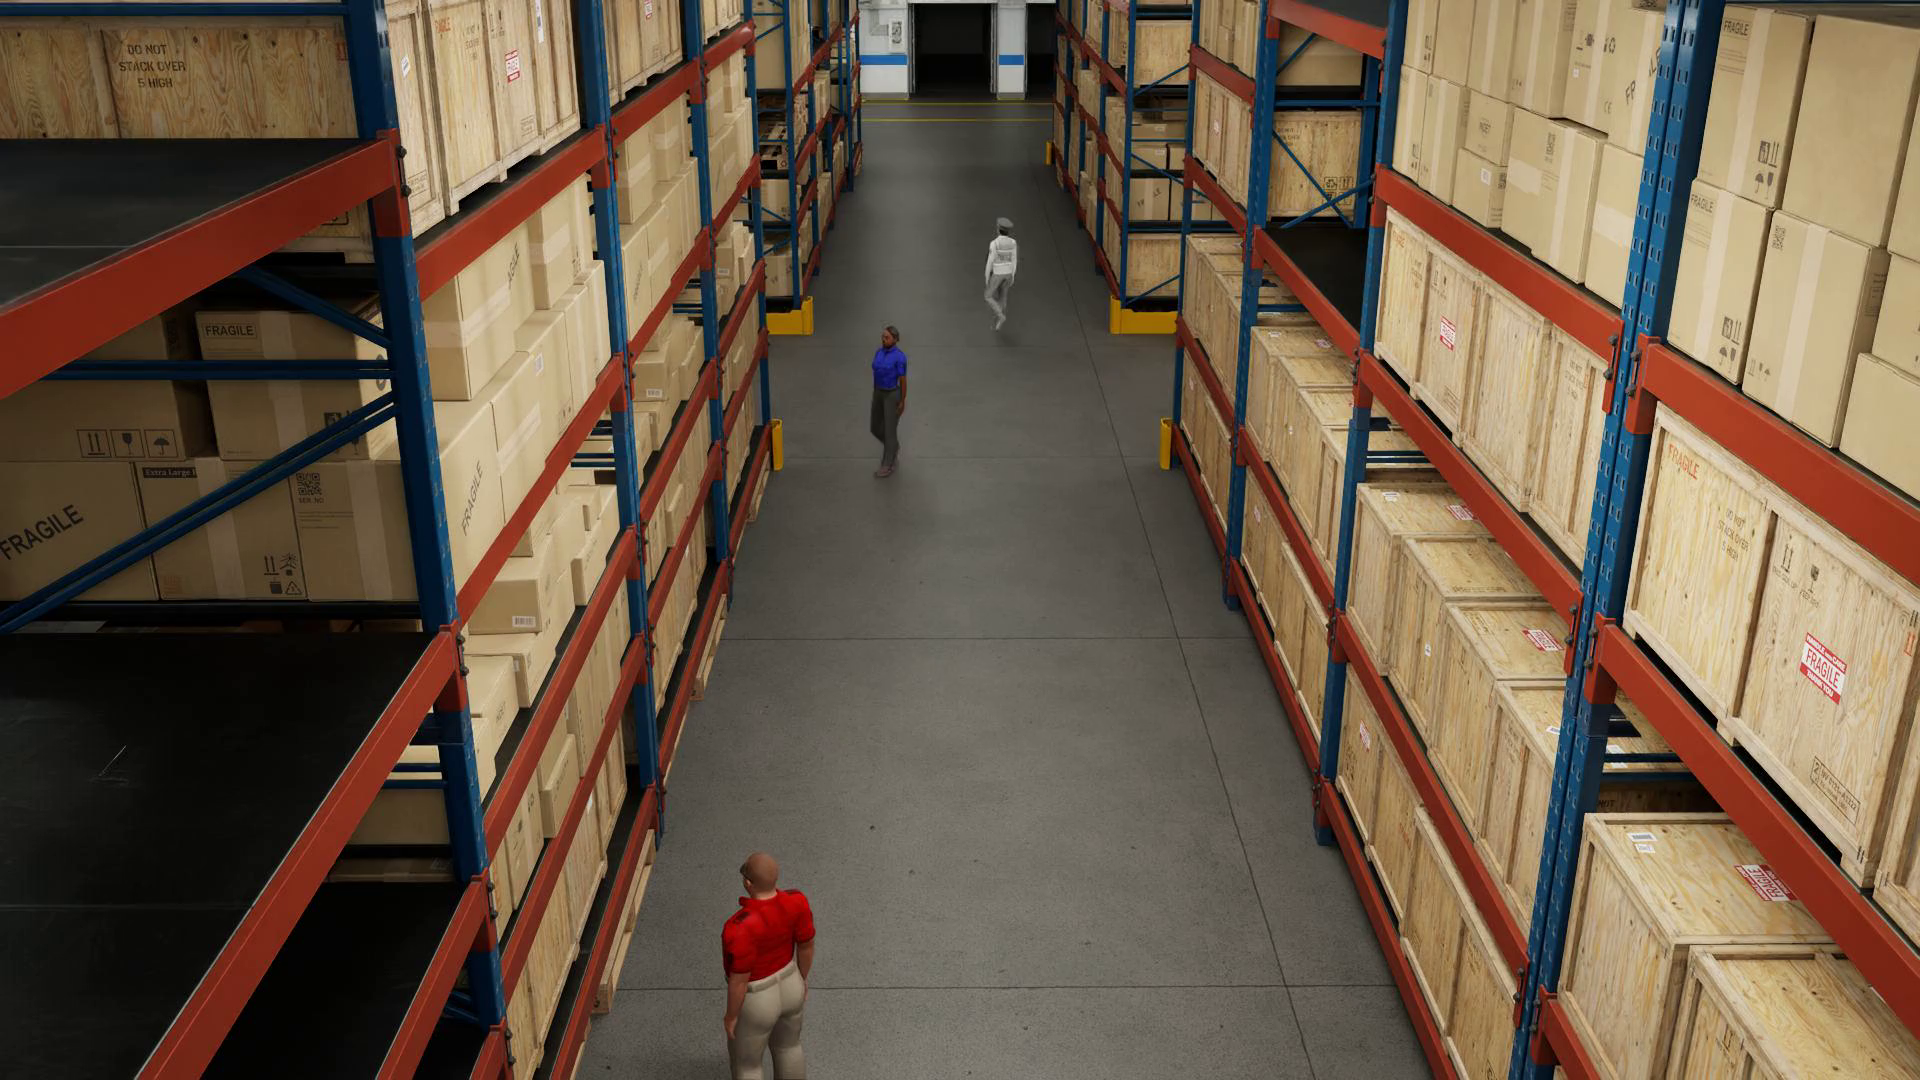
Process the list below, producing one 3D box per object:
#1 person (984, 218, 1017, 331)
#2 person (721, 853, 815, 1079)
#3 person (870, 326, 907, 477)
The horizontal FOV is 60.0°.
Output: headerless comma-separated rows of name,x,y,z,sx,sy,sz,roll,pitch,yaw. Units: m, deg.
person,0.607,-3.876,24.421,0.499,1.686,0.548,-12,24,-27
person,-1.035,2.348,8.612,0.400,1.723,0.524,19,29,40
person,-0.808,-1.582,18.678,0.461,1.656,0.647,17,27,37
